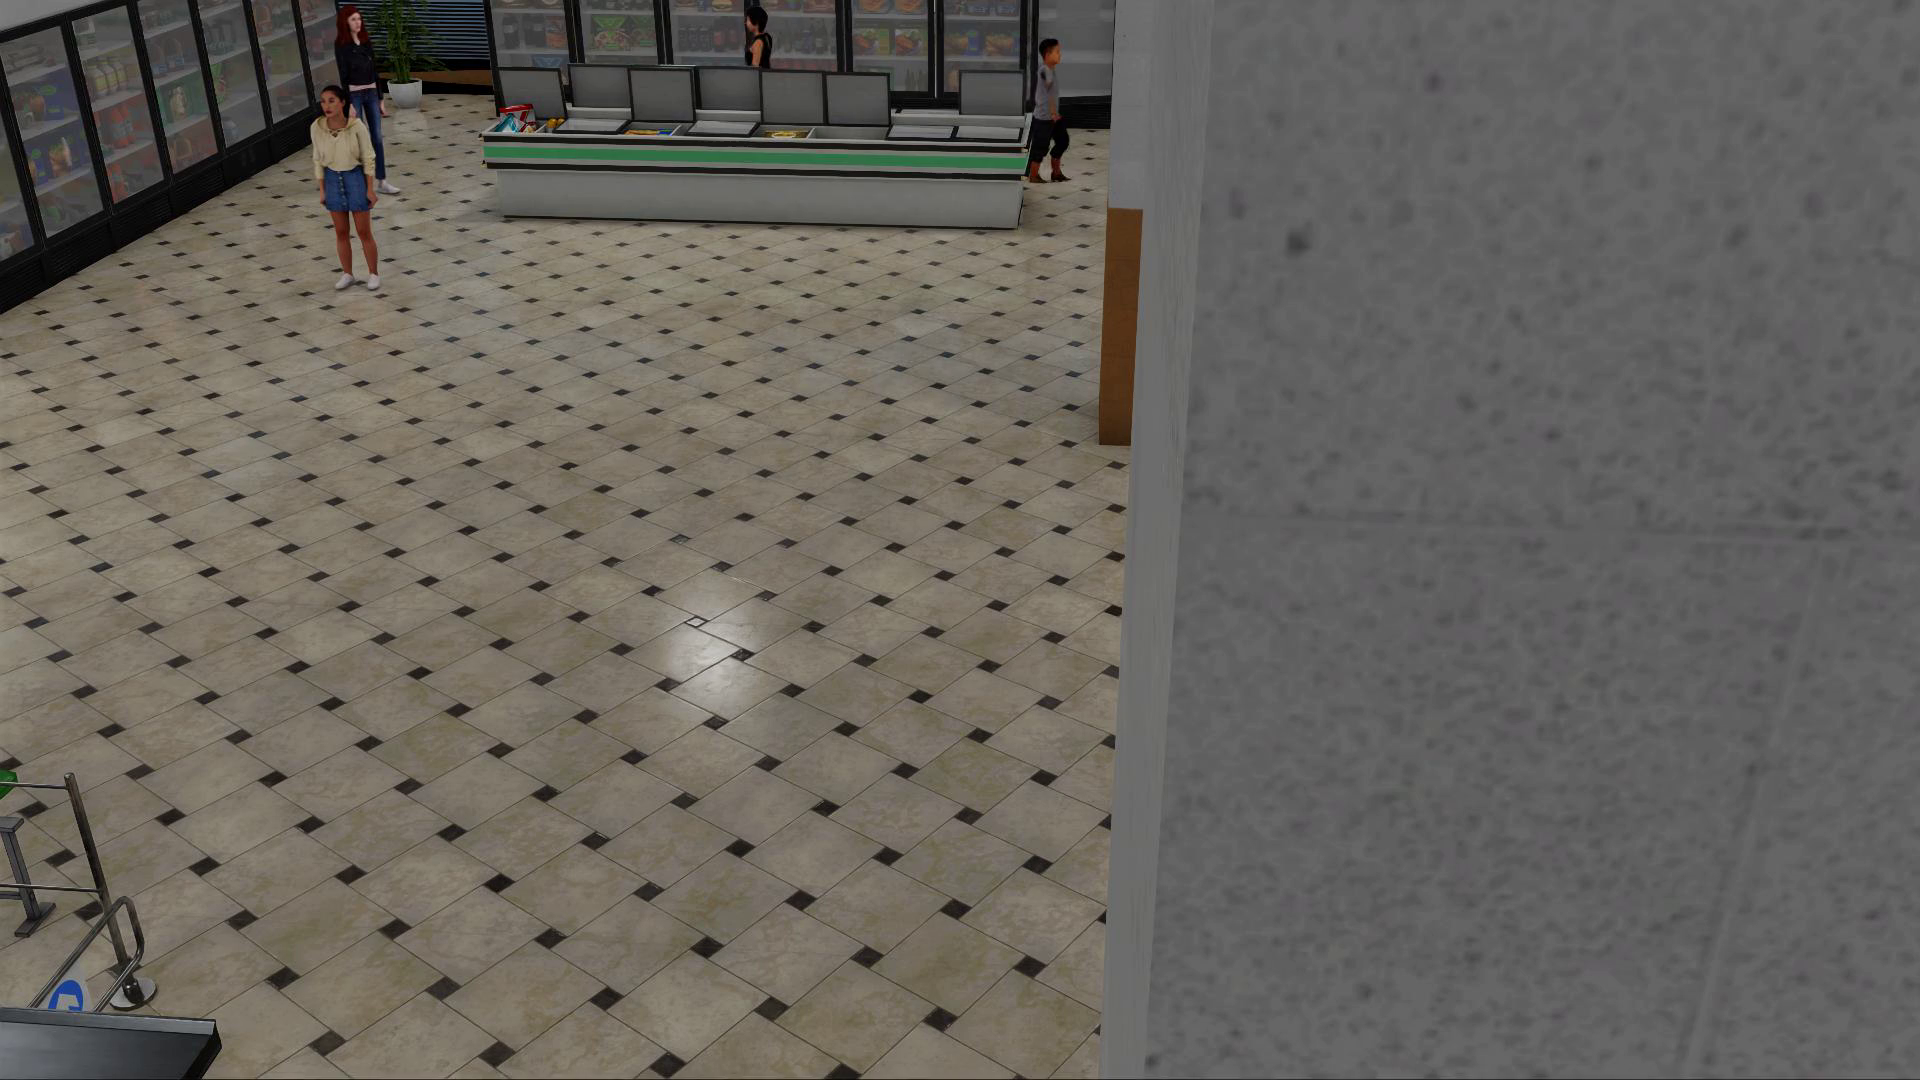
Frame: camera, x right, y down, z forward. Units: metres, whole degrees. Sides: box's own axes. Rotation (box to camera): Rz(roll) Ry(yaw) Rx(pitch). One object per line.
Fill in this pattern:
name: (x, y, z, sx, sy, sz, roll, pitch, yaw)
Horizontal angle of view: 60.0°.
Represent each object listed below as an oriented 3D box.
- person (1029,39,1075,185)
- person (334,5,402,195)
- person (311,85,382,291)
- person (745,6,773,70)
person: (0.786, -4.228, 16.302, 0.682, 1.443, 0.602, 3, 27, 7)
person: (-5.670, -4.145, 15.752, 0.698, 1.792, 0.664, 19, 33, 33)
person: (-4.903, -2.821, 13.319, 0.502, 1.631, 0.705, 1, 27, 1)
person: (-1.916, -4.537, 16.766, 0.862, 1.574, 0.594, 2, 27, 5)
